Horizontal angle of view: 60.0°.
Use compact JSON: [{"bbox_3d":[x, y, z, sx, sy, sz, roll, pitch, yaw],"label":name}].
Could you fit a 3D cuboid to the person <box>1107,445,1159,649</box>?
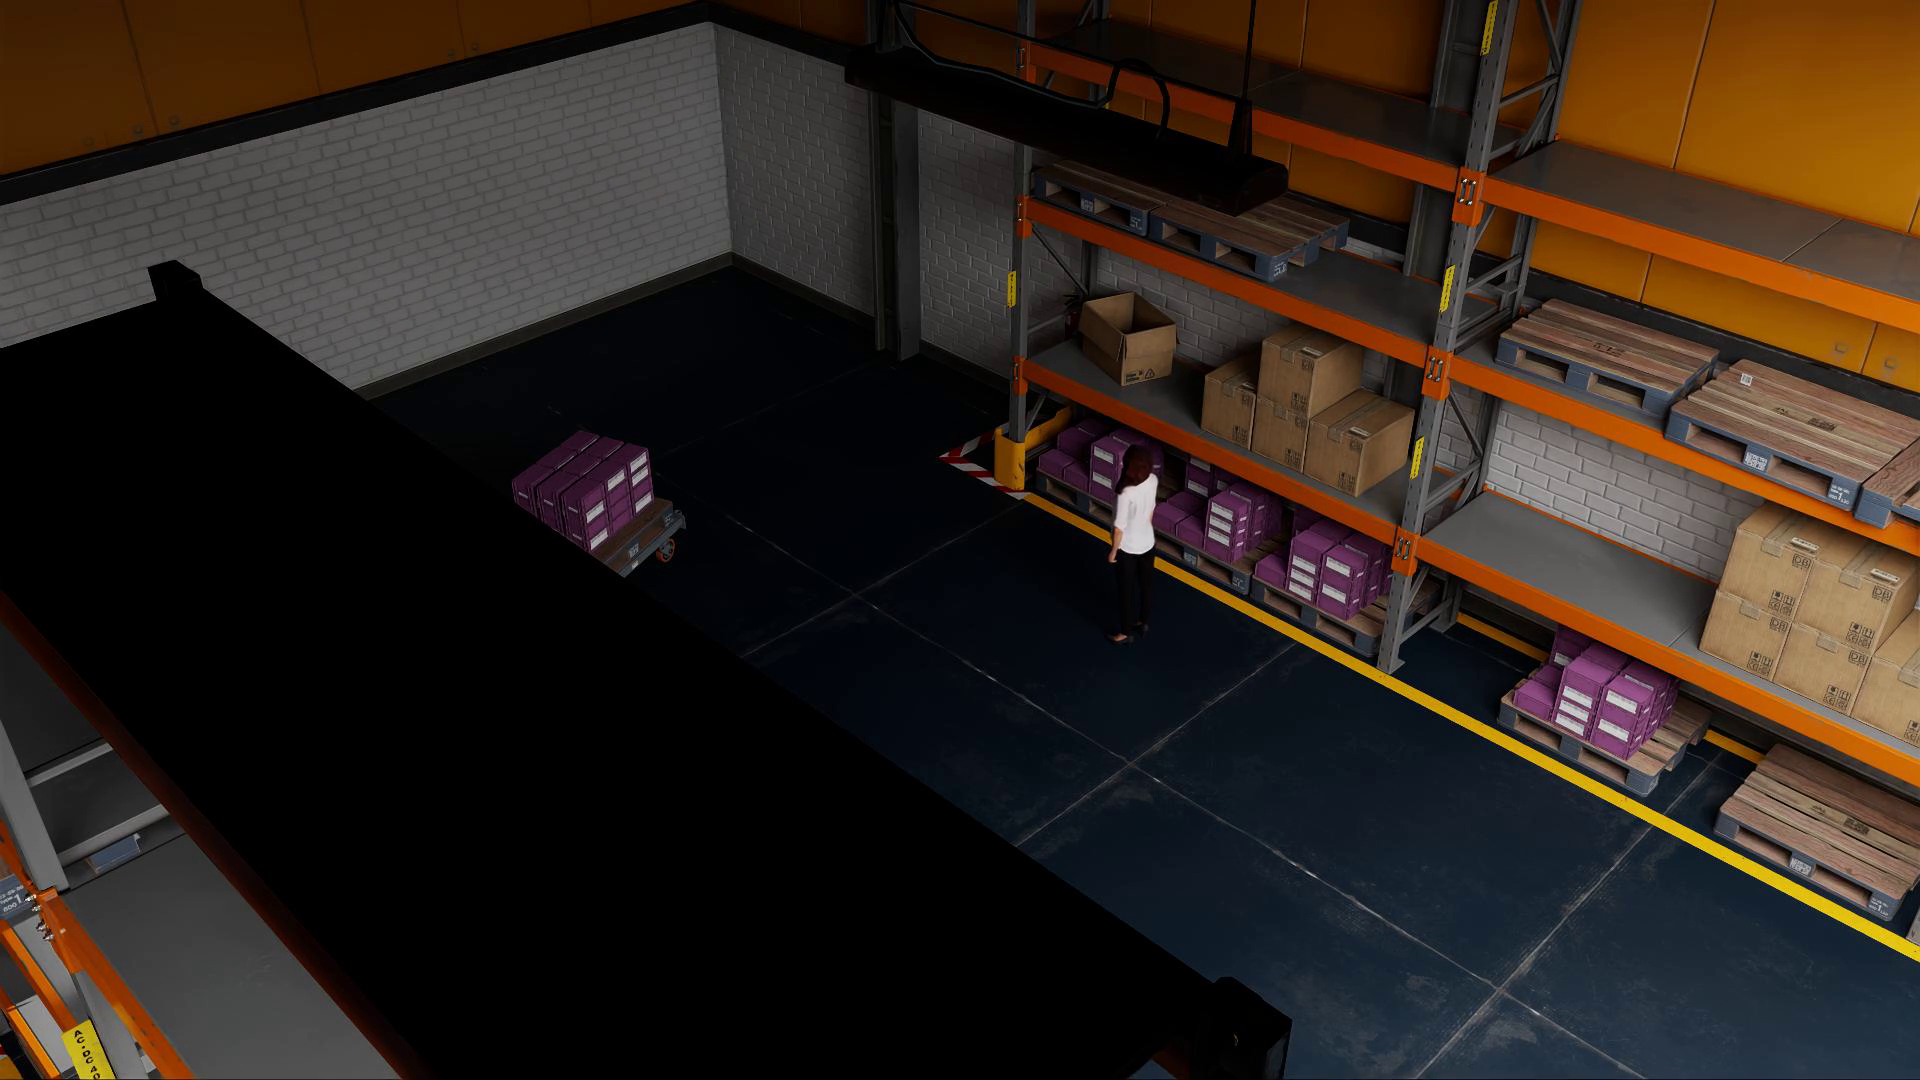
[{"bbox_3d":[1.365,0.056,12.892,0.610,1.795,0.517,-26,42,-34],"label":"person"}]
